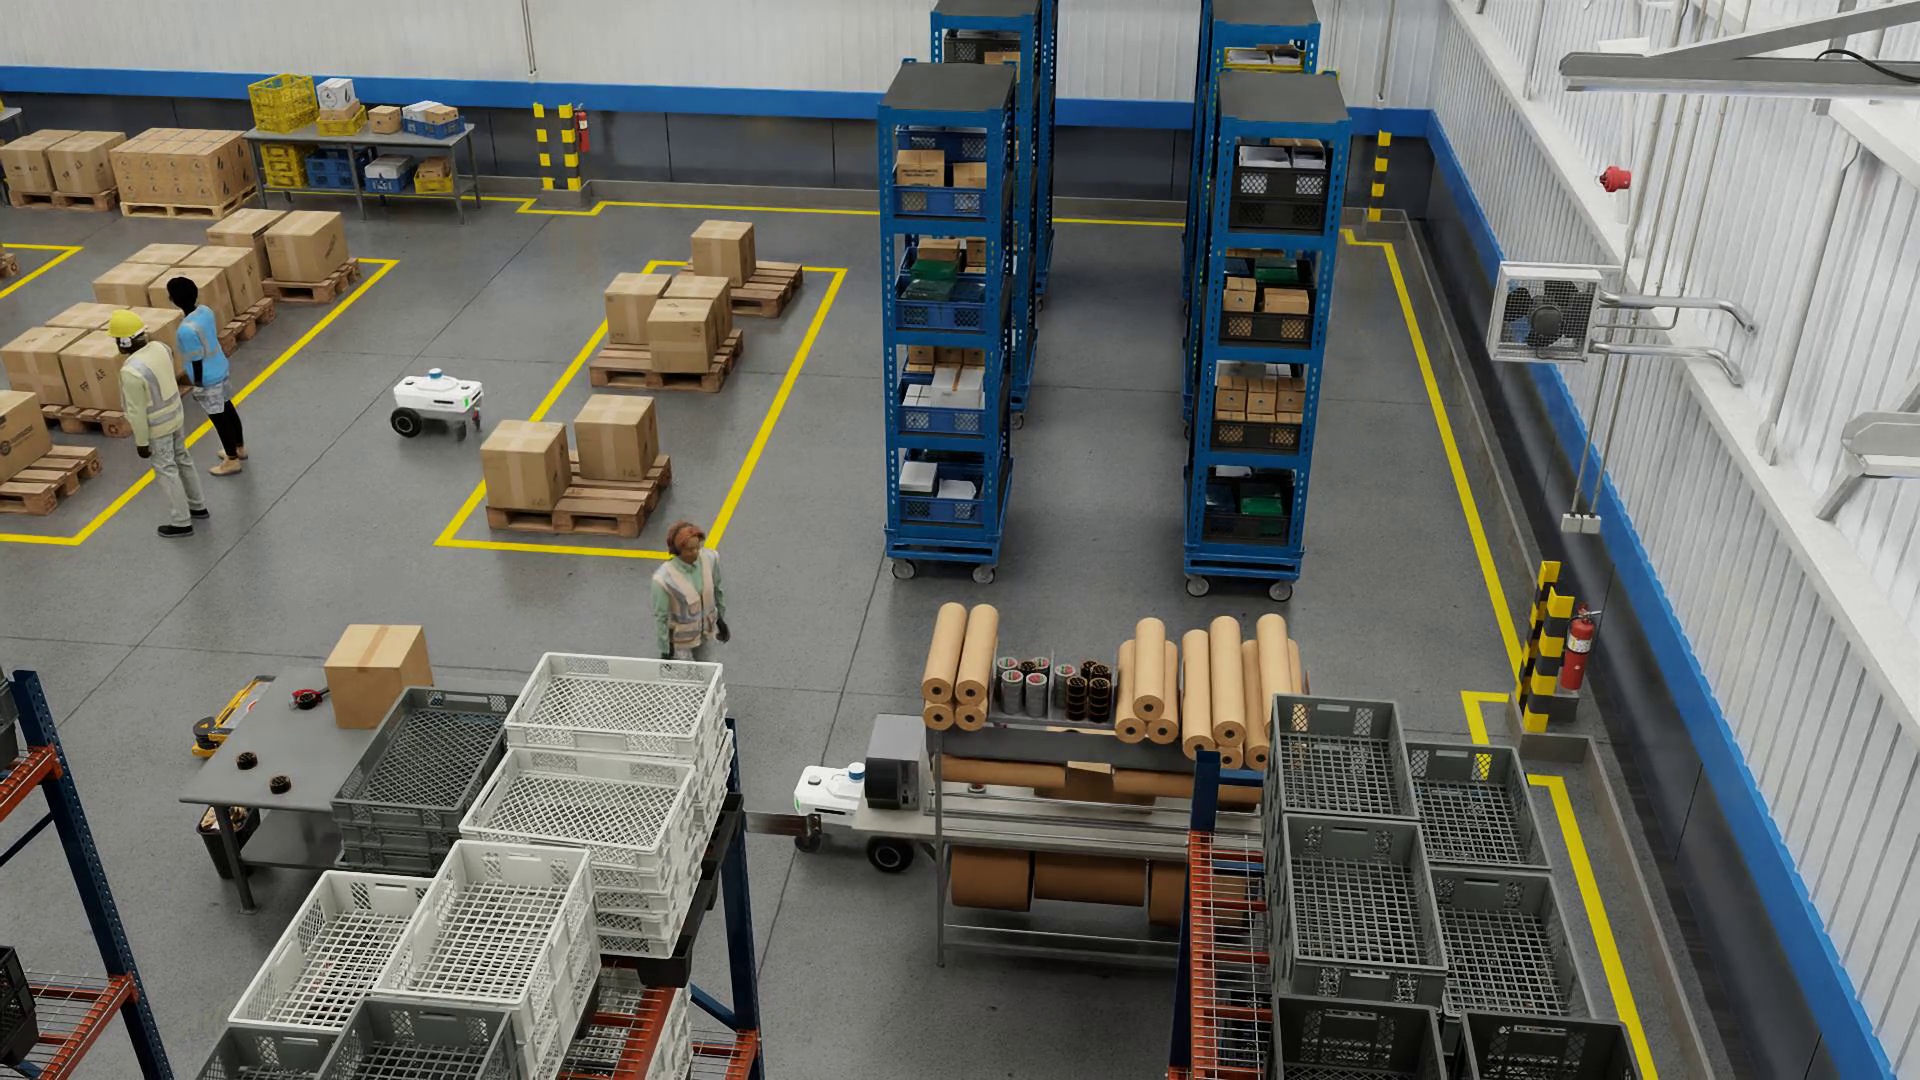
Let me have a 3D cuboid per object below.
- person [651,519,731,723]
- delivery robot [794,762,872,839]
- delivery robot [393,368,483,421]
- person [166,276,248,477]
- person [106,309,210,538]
[{"bbox_3d":[-1.660,0.588,10.289,0.314,1.638,0.523,23,38,34],"label":"person"},{"bbox_3d":[-0.594,1.514,9.675,0.707,0.478,0.477,6,31,10],"label":"delivery robot"},{"bbox_3d":[-4.517,-1.250,14.422,0.707,0.478,0.477,5,31,9],"label":"delivery robot"},{"bbox_3d":[-6.124,-1.339,13.534,0.322,1.699,0.536,-3,30,-4],"label":"person"},{"bbox_3d":[-6.113,-0.893,12.650,0.403,1.824,0.598,1,30,2],"label":"person"}]
